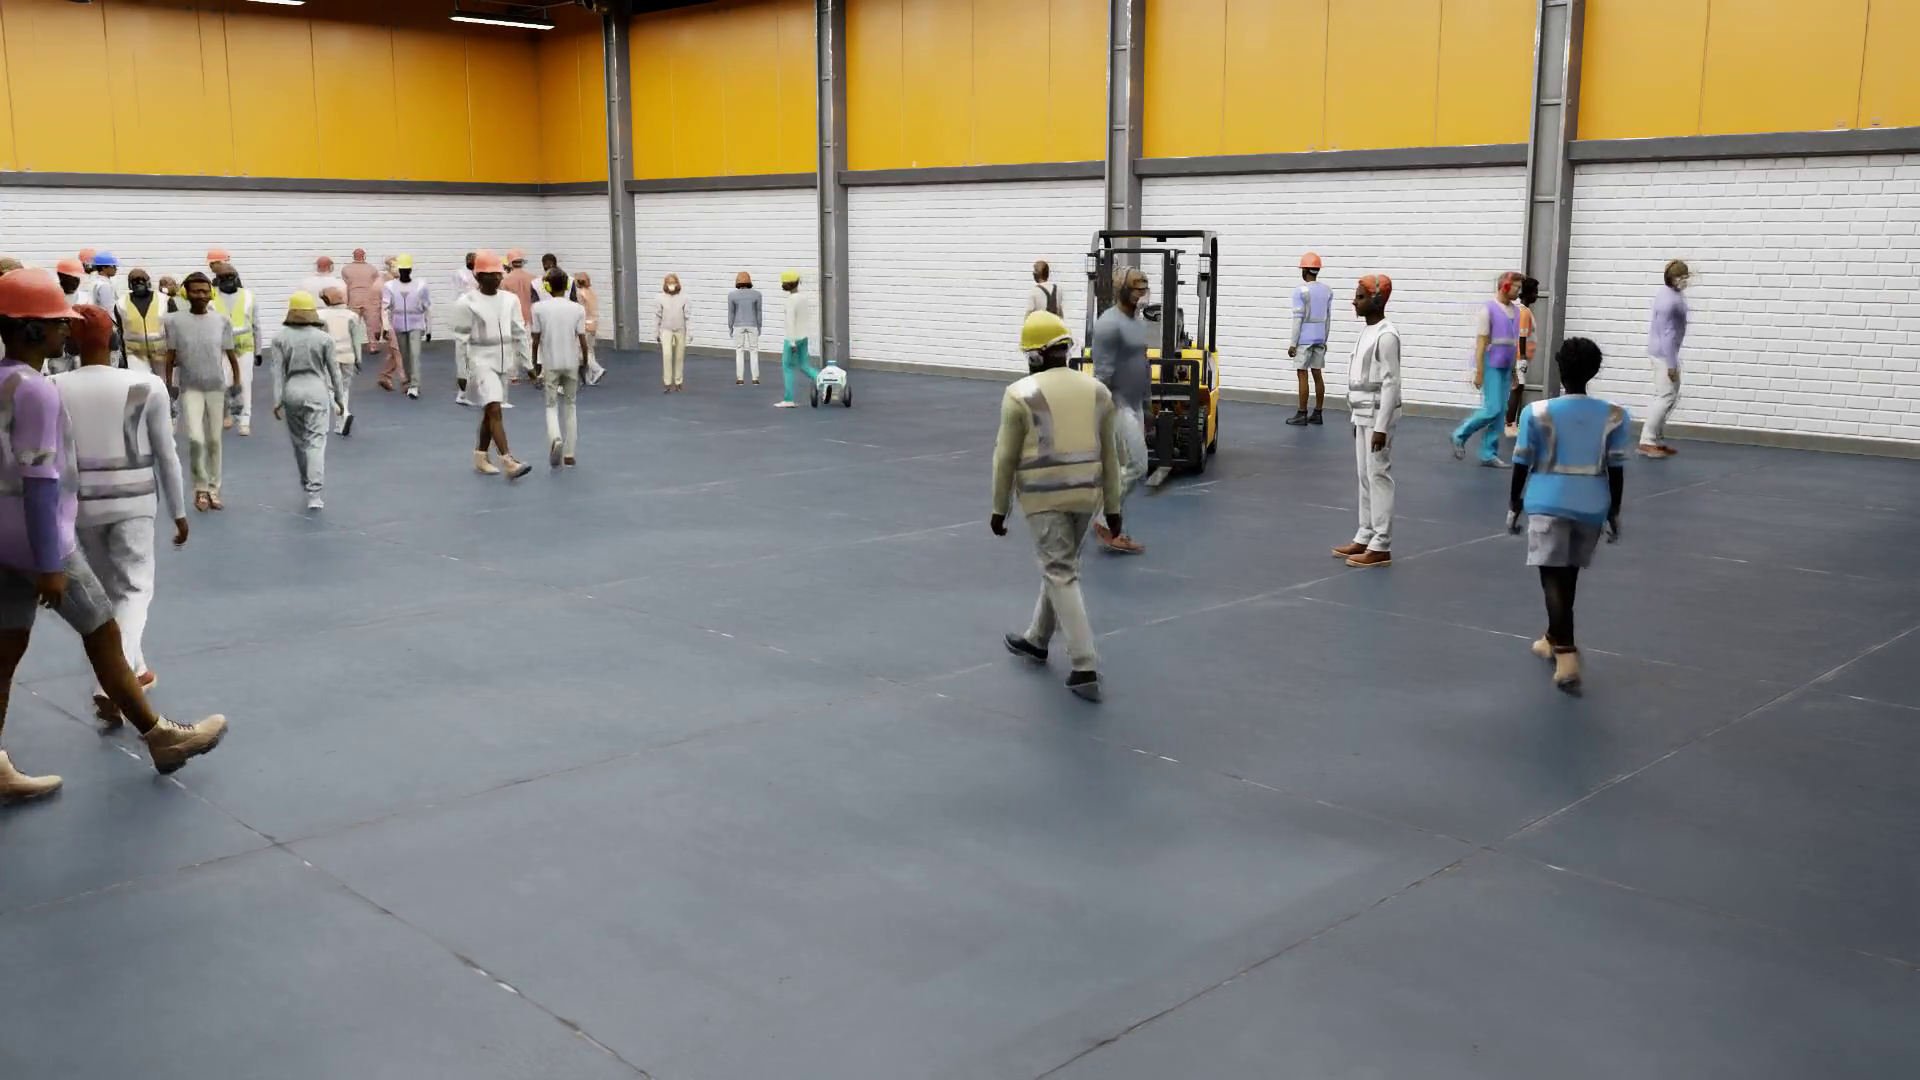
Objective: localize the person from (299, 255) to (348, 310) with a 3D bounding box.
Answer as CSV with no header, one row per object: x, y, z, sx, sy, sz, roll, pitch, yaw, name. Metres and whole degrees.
-8.531,-2.878,22.309,0.641,1.879,0.849,-1,10,-5,person

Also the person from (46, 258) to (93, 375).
-9.007,-1.893,16.863,0.832,1.892,0.614,10,14,42,person

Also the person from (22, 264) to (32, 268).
-10.833,-2.292,19.296,0.598,1.802,0.415,-6,12,-31,person

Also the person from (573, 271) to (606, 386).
-5.247,-2.964,23.430,0.413,1.622,0.536,2,11,10,person

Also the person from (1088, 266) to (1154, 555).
1.110,-0.841,11.041,0.443,1.924,0.658,5,12,27,person

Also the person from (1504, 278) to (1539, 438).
5.925,-1.916,17.560,0.321,1.690,0.529,4,11,19,person

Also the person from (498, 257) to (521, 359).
-7.804,-3.982,28.642,0.522,1.759,0.350,5,12,26,person

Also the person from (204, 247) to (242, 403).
-9.369,-2.735,21.238,0.626,1.986,0.427,8,13,38,person

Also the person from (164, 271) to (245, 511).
-5.828,-1.132,12.845,0.564,1.843,0.527,-7,13,-35,person

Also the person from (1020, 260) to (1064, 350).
0.953,-2.480,20.259,0.534,1.817,0.769,-8,13,-35,person

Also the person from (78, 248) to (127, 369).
-11.013,-2.769,21.424,0.661,1.973,0.622,0,10,-1,person

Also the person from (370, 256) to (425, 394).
-7.682,-2.928,22.621,0.983,1.863,0.637,6,12,32,person

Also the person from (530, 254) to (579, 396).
-5.402,-2.849,22.122,0.627,1.871,0.915,0,10,2,person

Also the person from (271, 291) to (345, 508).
-5.171,-1.122,13.213,0.508,1.689,0.928,-2,11,-11,person

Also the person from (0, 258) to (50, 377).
-8.190,-1.470,14.446,0.366,1.935,0.630,4,11,22,person

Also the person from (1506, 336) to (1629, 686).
2.924,-0.148,8.004,0.536,1.655,0.852,0,10,0,person

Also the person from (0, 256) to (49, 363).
-9.888,-2.000,17.404,0.580,1.904,0.877,-5,11,-24,person

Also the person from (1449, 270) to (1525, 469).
4.881,-1.567,15.311,0.572,1.815,0.503,-9,14,-41,person

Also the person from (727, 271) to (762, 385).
-3.070,-3.024,23.789,0.495,1.624,0.308,-2,11,-9,person

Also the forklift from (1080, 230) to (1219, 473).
1.804,-1.825,15.677,1.214,2.155,2.313,2,11,13,forklift

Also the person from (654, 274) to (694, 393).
-3.865,-2.789,22.529,0.517,1.599,0.770,-2,11,-11,person

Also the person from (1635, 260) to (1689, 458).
6.779,-1.732,16.022,0.398,1.899,0.674,4,11,23,person

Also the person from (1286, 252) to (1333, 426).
3.917,-2.253,18.711,0.551,1.937,0.357,-6,12,-31,person

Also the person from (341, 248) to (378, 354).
-10.750,-4.283,29.893,0.641,1.903,0.402,-3,11,-18,person

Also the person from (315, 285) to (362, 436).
-6.576,-1.889,17.610,0.521,1.610,0.695,-8,13,-37,person

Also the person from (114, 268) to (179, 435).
-8.504,-1.950,17.466,0.613,1.806,0.946,-4,11,-22,person

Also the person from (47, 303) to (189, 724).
-3.779,-0.122,7.374,0.577,1.843,0.948,-2,11,-13,person

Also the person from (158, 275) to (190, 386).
-10.423,-2.715,22.132,0.504,1.608,0.714,0,10,1,person

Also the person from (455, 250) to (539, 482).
-4.023,-1.514,14.535,1.043,1.988,0.617,8,13,38,person

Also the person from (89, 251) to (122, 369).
-10.180,-2.476,19.898,0.402,1.945,0.614,-8,13,-37,person

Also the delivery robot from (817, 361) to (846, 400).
-1.608,-2.005,20.874,0.477,0.478,0.707,0,10,-1,delivery robot

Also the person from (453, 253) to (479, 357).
-8.592,-4.164,29.457,0.646,1.816,0.628,-7,13,-35,person

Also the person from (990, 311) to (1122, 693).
0.465,-0.194,7.920,0.593,1.776,0.929,-7,12,-32,person

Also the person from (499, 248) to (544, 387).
-6.178,-3.133,23.483,0.604,1.959,0.994,-6,12,-30,person

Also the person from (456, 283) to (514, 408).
-5.918,-2.433,20.624,0.461,1.601,0.700,-10,14,-43,person

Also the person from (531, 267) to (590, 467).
-3.655,-1.565,15.209,0.545,1.847,0.566,-3,11,-16,person

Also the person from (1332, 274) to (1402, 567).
2.662,-0.765,10.747,0.360,1.882,0.575,0,10,-1,person

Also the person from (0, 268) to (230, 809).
-3.365,-0.015,6.326,0.635,2.000,0.983,9,14,40,person

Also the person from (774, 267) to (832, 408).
-1.964,-2.486,20.498,0.667,1.741,0.532,4,11,23,person

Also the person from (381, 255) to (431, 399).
-7.282,-2.808,21.914,0.599,1.880,0.980,-1,10,-8,person

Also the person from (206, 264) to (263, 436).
-7.782,-2.030,17.778,0.634,1.830,0.488,-6,12,-28,person
